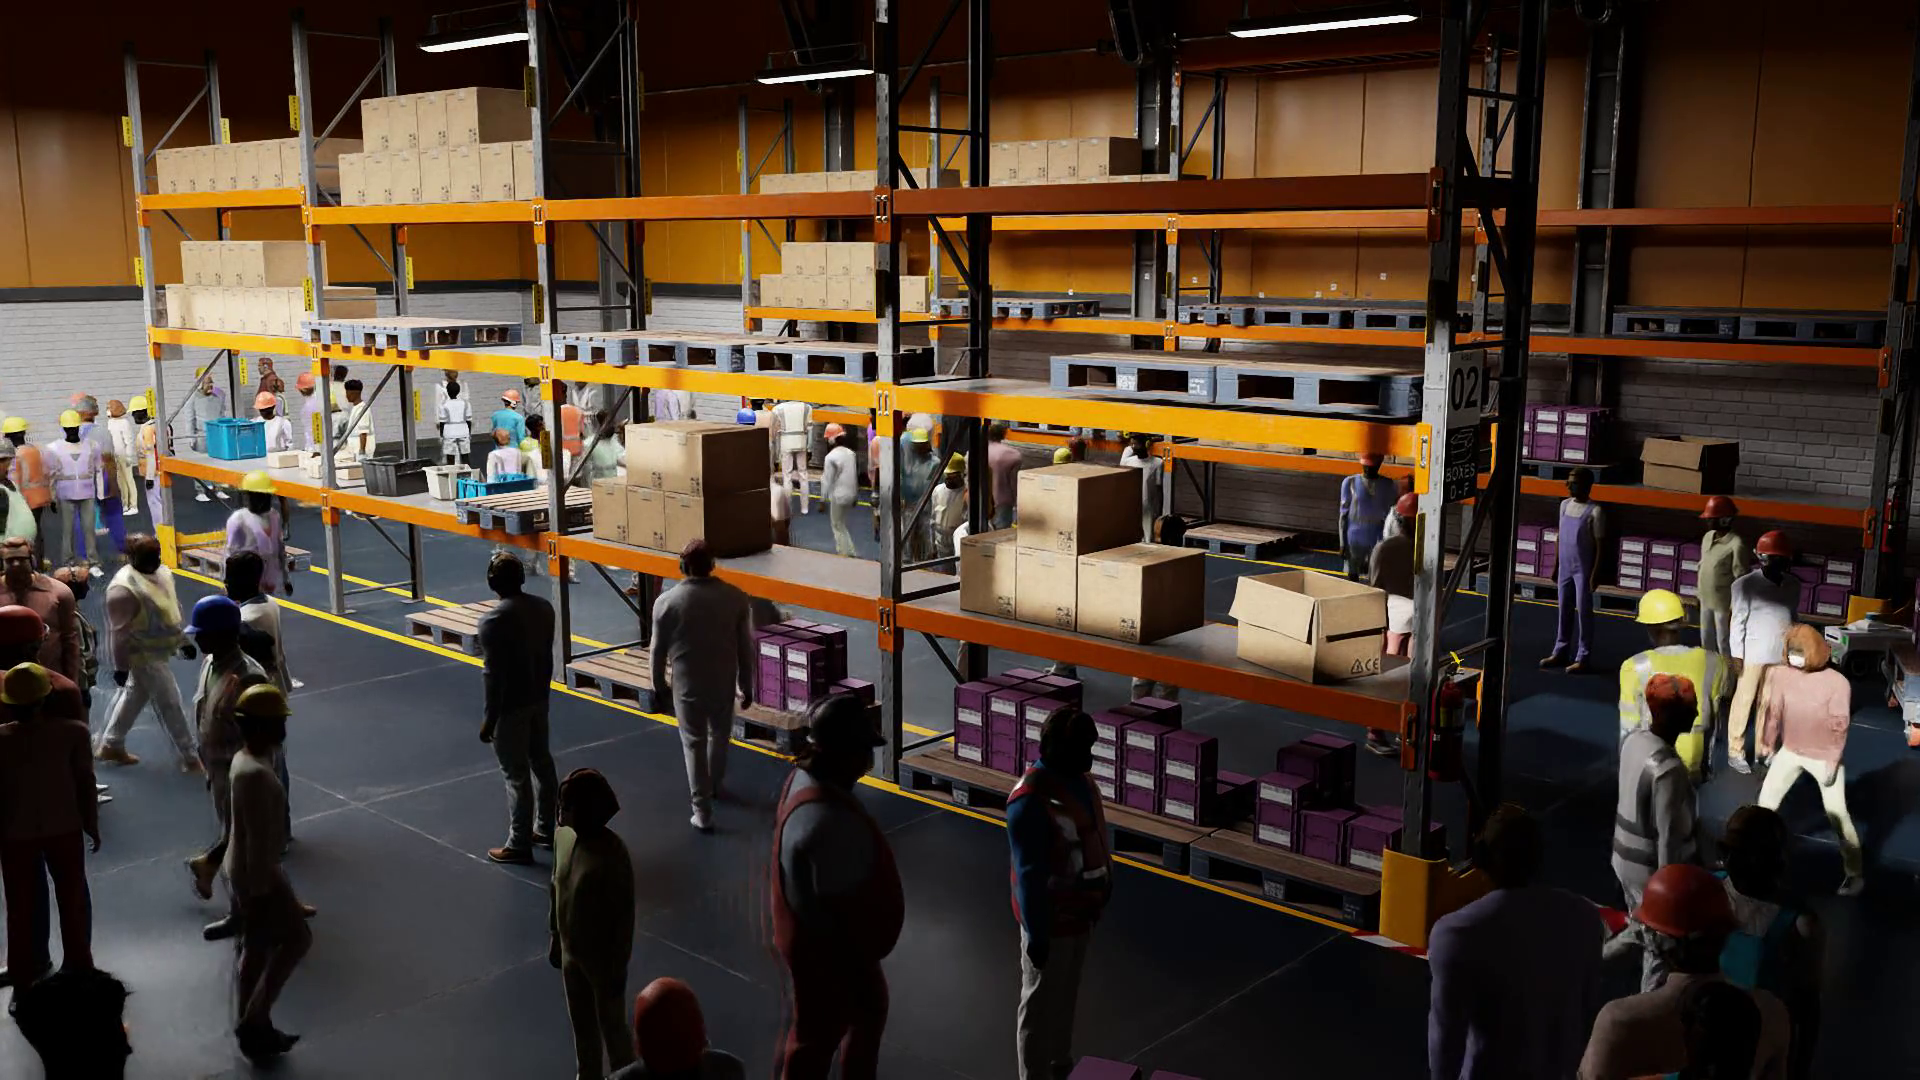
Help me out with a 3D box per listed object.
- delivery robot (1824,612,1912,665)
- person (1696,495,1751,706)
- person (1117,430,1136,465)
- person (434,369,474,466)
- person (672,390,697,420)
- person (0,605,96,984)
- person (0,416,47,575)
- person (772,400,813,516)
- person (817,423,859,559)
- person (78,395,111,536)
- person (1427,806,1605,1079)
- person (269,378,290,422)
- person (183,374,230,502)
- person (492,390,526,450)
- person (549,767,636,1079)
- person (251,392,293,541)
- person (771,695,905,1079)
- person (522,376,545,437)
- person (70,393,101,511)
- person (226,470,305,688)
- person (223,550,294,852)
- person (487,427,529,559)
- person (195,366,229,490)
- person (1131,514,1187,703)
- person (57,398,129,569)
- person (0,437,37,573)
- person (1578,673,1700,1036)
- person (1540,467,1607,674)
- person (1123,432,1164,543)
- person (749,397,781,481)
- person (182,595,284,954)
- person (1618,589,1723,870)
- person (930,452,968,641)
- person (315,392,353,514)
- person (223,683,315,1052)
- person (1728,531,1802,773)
[{"bbox_3d":[8.020,0.879,14.655,0.707,0.478,0.477,-1,10,-4],"label":"delivery robot"},{"bbox_3d":[6.236,0.497,13.713,0.346,1.744,0.563,-2,10,-9],"label":"person"},{"bbox_3d":[1.896,-0.439,18.695,0.315,1.861,0.516,2,10,9],"label":"person"},{"bbox_3d":[-8.334,-1.989,27.420,0.403,1.865,0.579,9,14,42],"label":"person"},{"bbox_3d":[-4.327,-1.731,25.811,0.616,1.933,0.643,-9,14,-43],"label":"person"},{"bbox_3d":[-4.707,1.303,8.449,0.608,1.996,0.379,3,11,19],"label":"person"},{"bbox_3d":[-10.354,-0.419,18.419,0.409,1.912,0.615,1,10,3],"label":"person"},{"bbox_3d":[-2.358,-1.298,23.352,0.589,1.927,0.388,-4,11,-22],"label":"person"},{"bbox_3d":[-1.422,-0.500,19.386,0.407,1.731,0.602,4,11,22],"label":"person"},{"bbox_3d":[-11.385,-0.973,21.772,0.503,1.839,0.342,8,13,39],"label":"person"},{"bbox_3d":[1.863,1.853,5.659,0.634,1.884,0.745,-3,10,-14],"label":"person"},{"bbox_3d":[-11.069,-1.814,27.084,0.307,1.641,0.514,-4,11,-19],"label":"person"},{"bbox_3d":[-11.170,-1.523,24.720,0.400,1.902,0.649,6,12,31],"label":"person"},{"bbox_3d":[-6.415,-1.283,23.797,0.574,1.740,0.355,5,11,28],"label":"person"},{"bbox_3d":[-1.552,1.744,6.981,0.500,1.633,0.284,8,13,39],"label":"person"},{"bbox_3d":[-8.832,-0.939,21.315,0.542,1.929,0.374,-1,10,-3],"label":"person"},{"bbox_3d":[-0.427,1.588,6.710,0.749,2.000,0.698,-2,10,-11],"label":"person"},{"bbox_3d":[-7.191,-2.030,28.049,0.491,1.733,0.319,4,11,23],"label":"person"},{"bbox_3d":[-12.476,-1.242,23.658,0.723,1.703,0.617,-5,11,-26],"label":"person"},{"bbox_3d":[-6.087,0.324,14.301,0.885,1.895,0.597,3,10,14],"label":"person"},{"bbox_3d":[-4.361,1.006,10.346,0.392,1.920,0.593,-2,10,-13],"label":"person"},{"bbox_3d":[-5.452,-0.565,20.137,0.781,1.607,0.522,6,11,29],"label":"person"},{"bbox_3d":[-11.676,-1.734,25.848,0.395,1.918,0.589,6,12,31],"label":"person"},{"bbox_3d":[1.496,0.713,12.270,0.430,1.834,0.633,-8,13,-38],"label":"person"},{"bbox_3d":[-10.242,-0.716,19.737,0.700,2.000,0.930,0,10,3],"label":"person"},{"bbox_3d":[-8.925,0.026,15.545,0.537,2.000,0.696,-4,11,-20],"label":"person"},{"bbox_3d":[3.083,1.516,7.601,0.635,1.868,0.580,1,10,3],"label":"person"},{"bbox_3d":[5.467,0.263,14.753,0.347,1.847,0.505,-5,11,-25],"label":"person"},{"bbox_3d":[1.938,-0.265,17.727,0.522,1.856,0.351,7,12,35],"label":"person"},{"bbox_3d":[-2.665,-1.080,22.118,0.585,1.928,0.369,-7,12,-33],"label":"person"},{"bbox_3d":[-3.891,1.243,8.924,0.610,1.946,0.404,9,14,42],"label":"person"},{"bbox_3d":[3.960,1.218,9.269,0.586,1.877,0.888,1,10,3],"label":"person"},{"bbox_3d":[-0.039,0.063,15.969,0.586,1.824,0.404,5,11,28],"label":"person"},{"bbox_3d":[-8.798,-1.201,23.371,0.484,1.727,0.414,-5,11,-27],"label":"person"},{"bbox_3d":[-3.260,1.543,7.780,0.398,1.740,0.556,-5,11,-28],"label":"person"},{"bbox_3d":[5.801,0.798,11.979,0.564,1.755,0.321,-3,10,-16],"label":"person"}]
